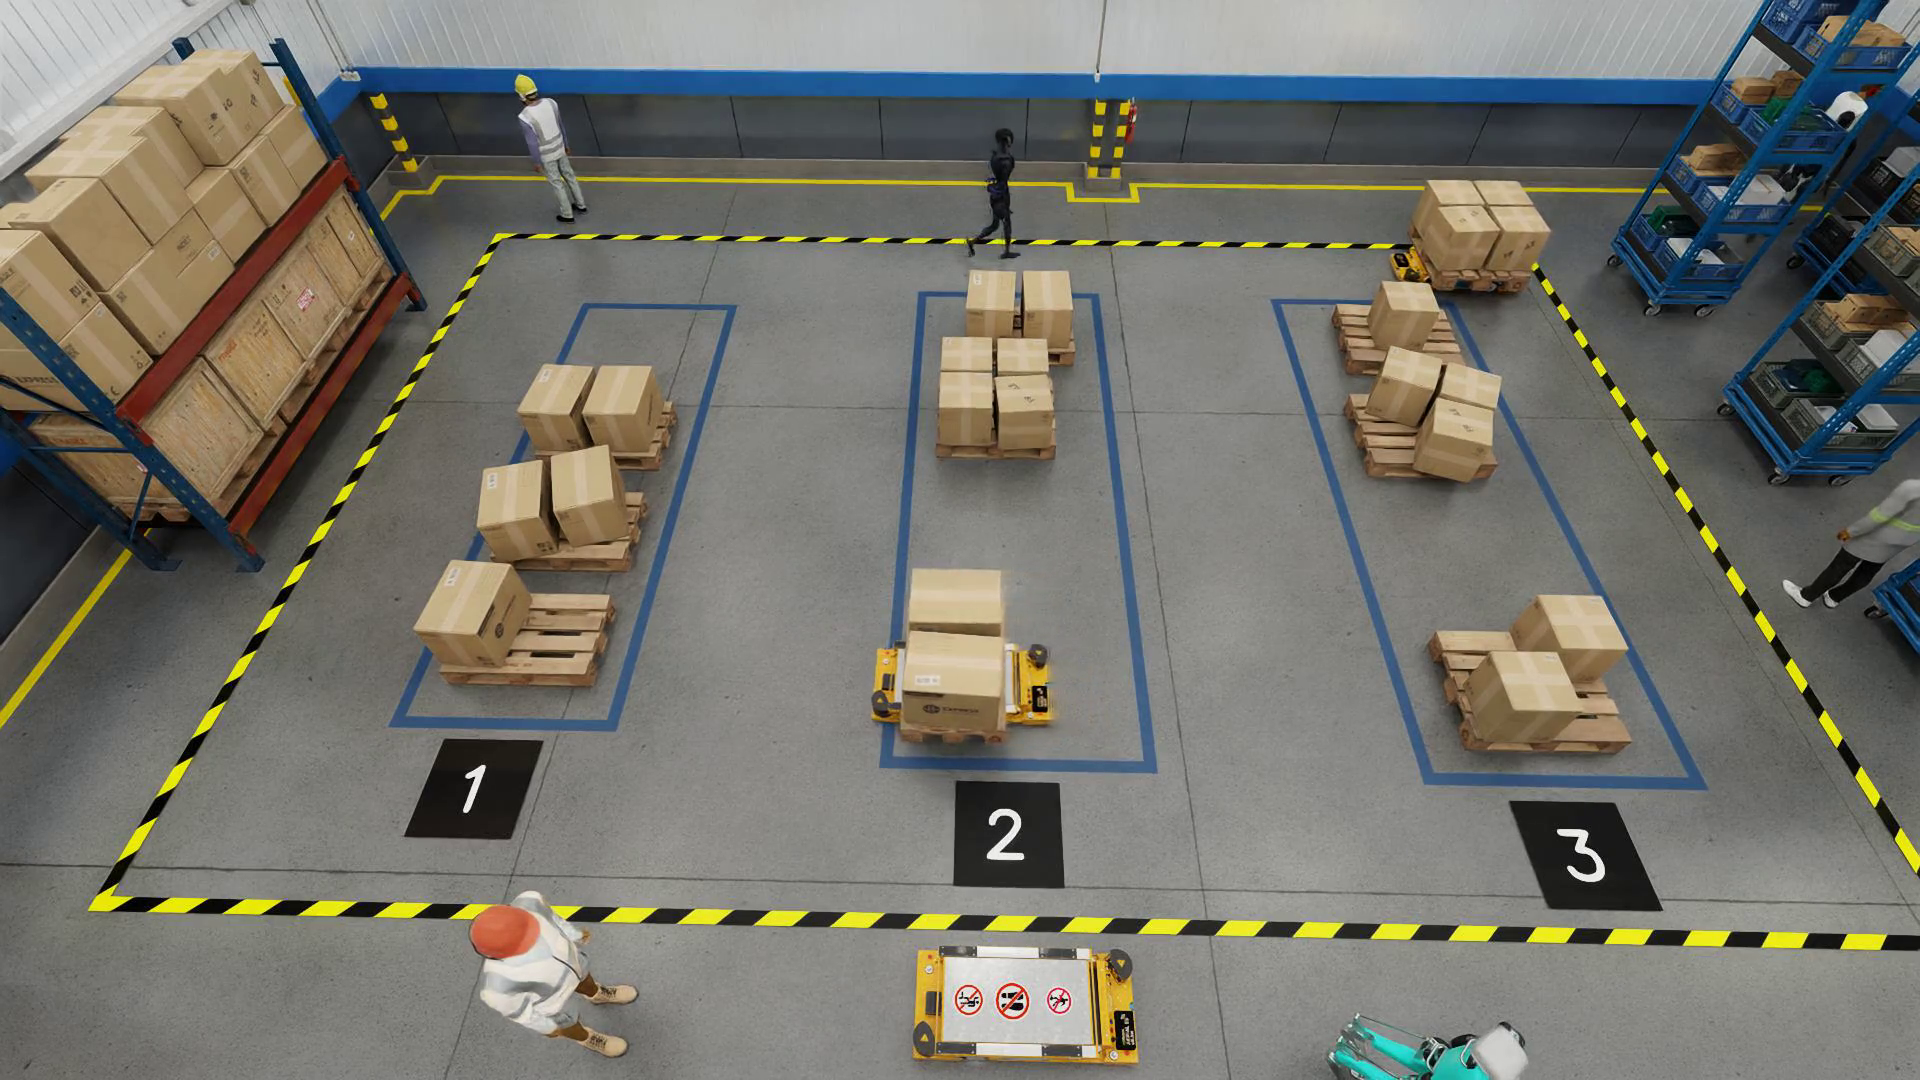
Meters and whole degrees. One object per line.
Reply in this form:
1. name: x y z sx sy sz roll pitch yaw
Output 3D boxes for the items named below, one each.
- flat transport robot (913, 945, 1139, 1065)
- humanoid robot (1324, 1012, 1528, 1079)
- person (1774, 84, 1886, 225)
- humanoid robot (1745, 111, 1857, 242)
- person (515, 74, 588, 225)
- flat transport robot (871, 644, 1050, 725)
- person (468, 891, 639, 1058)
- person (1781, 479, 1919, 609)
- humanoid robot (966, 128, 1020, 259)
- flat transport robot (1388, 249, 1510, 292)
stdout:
1. flat transport robot: 0.422 3.041 6.007 1.431 0.231 0.659 1 51 1
2. humanoid robot: 2.450 2.867 5.117 0.533 1.673 0.735 -36 59 -26
3. person: 10.748 -4.887 11.453 0.382 1.841 0.564 7 51 6
4. humanoid robot: 10.307 -4.384 11.172 0.613 1.629 0.732 27 56 21
5. person: -5.124 -4.848 11.428 0.404 1.830 0.598 21 54 16
6. flat transport robot: 0.009 1.165 7.518 1.431 0.197 0.652 1 51 1
7. person: -2.315 2.518 5.289 0.375 2.045 0.605 1 51 1
8. person: 7.611 -0.084 7.536 0.587 1.847 0.403 5 51 4
9. humanoid robot: 0.416 -4.093 10.922 0.619 1.630 0.590 -7 51 -6
10. flat transport robot: 6.059 -3.312 11.167 1.431 0.197 0.652 1 51 1
